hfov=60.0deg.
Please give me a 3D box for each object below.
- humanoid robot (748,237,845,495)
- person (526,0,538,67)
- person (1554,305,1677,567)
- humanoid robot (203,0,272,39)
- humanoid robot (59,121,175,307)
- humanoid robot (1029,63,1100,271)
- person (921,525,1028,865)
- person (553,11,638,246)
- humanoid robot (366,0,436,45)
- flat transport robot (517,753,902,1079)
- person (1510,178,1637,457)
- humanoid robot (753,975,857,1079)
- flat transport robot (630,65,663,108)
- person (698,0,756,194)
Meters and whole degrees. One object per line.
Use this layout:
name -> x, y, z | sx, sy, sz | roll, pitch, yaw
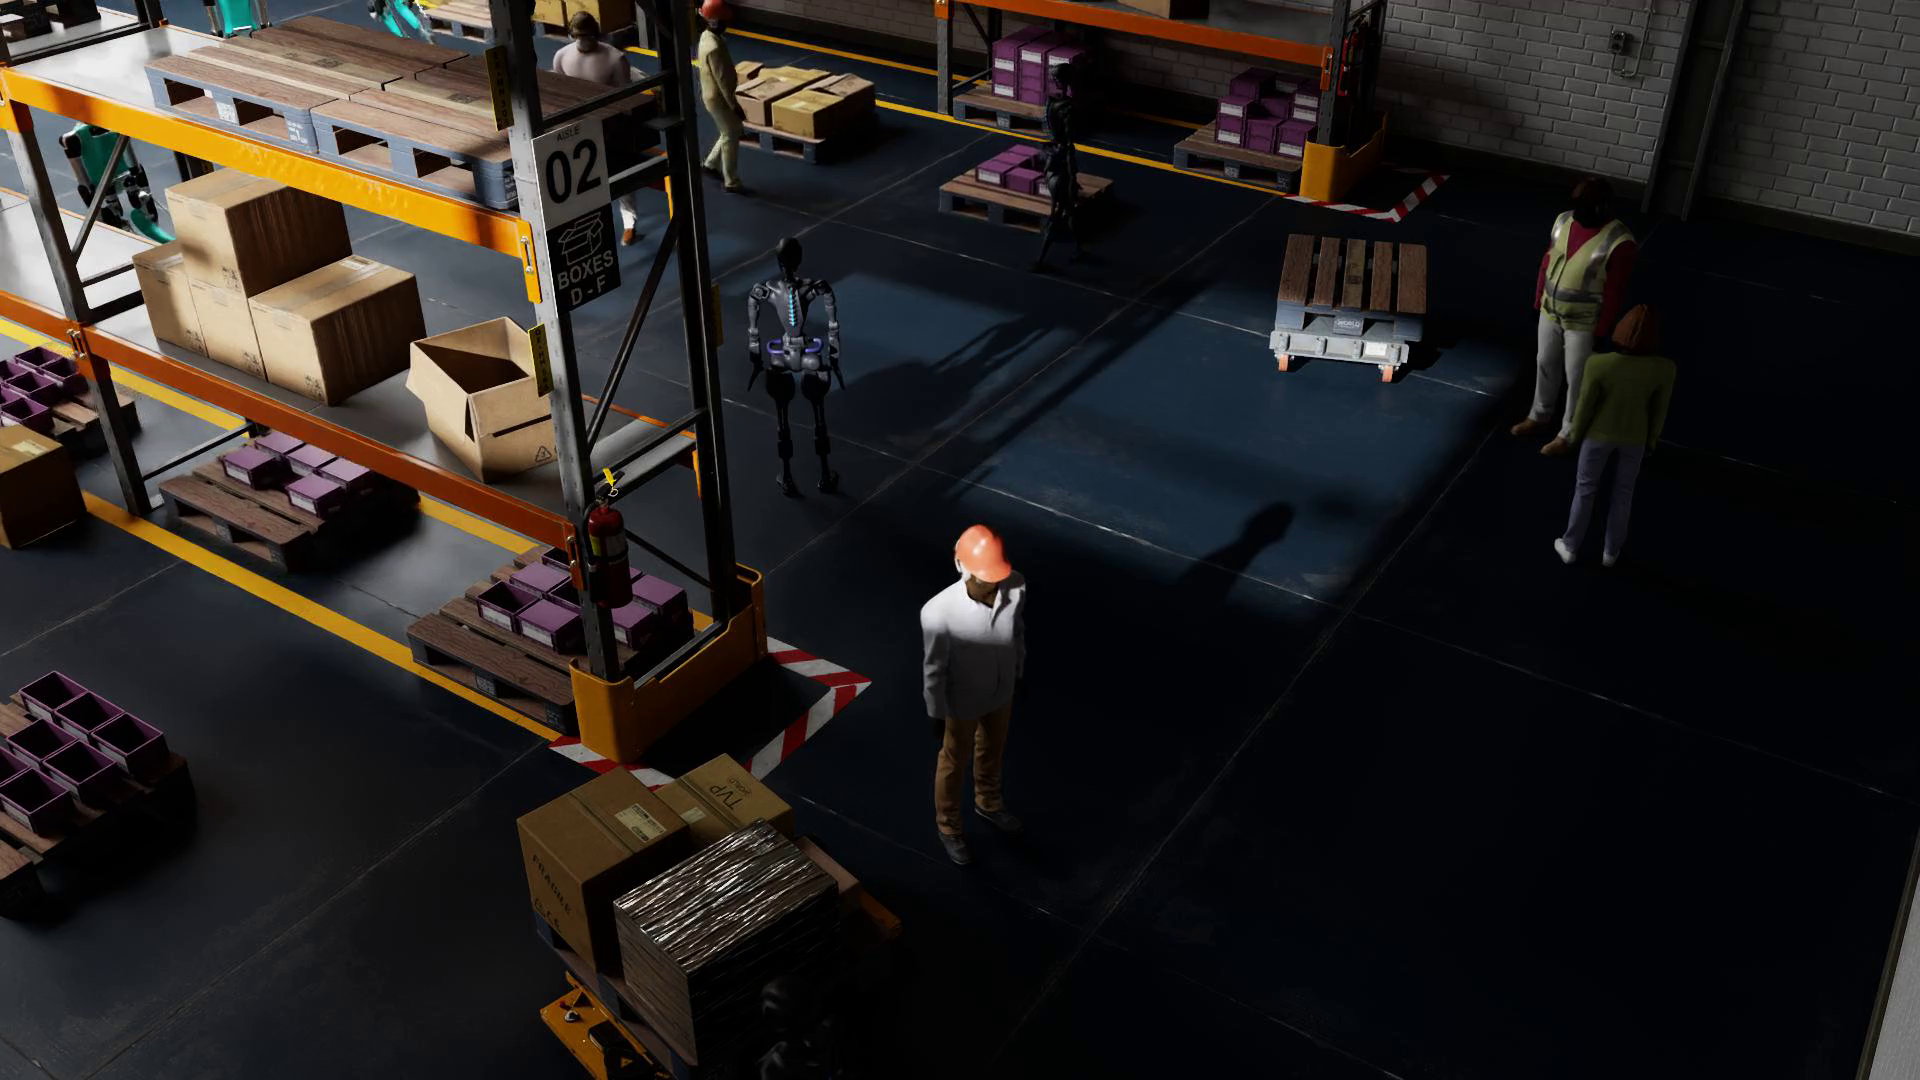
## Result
humanoid robot -> -1.014, -1.065, 10.205 | 0.599, 1.657, 0.315 | -3, 33, -5
person -> -3.955, -4.282, 14.927 | 0.431, 1.944, 0.482 | 4, 33, 7
person -> 3.740, -0.580, 9.510 | 0.498, 1.633, 0.288 | 6, 34, 9
humanoid robot -> -6.389, -4.298, 15.008 | 0.533, 1.681, 0.735 | -16, 36, -23
humanoid robot -> -5.935, -2.291, 12.073 | 0.835, 1.796, 0.536 | 14, 36, 21
humanoid robot -> 0.864, -2.926, 13.085 | 0.671, 1.639, 0.594 | -6, 34, -9
person -> 0.093, 0.678, 7.469 | 0.571, 1.749, 0.339 | -24, 40, -32
person -> -2.933, -3.321, 13.463 | 0.646, 1.928, 0.390 | 5, 33, 8
humanoid robot -> -5.602, -5.402, 16.854 | 0.950, 1.782, 0.542 | 23, 40, 31
flat transport robot -> -0.999, 1.806, 7.097 | 1.431, 0.231, 0.659 | -26, 41, -34
person -> 3.914, -1.437, 10.653 | 0.429, 1.833, 0.634 | -18, 37, -25
humanoid robot -> -0.493, 2.090, 5.376 | 0.361, 1.642, 0.614 | 19, 38, 27
flat transport robot -> -3.573, -4.655, 17.028 | 0.659, 0.231, 1.431 | -21, 39, -29
person -> -2.043, -3.840, 14.430 | 0.389, 1.739, 0.591 | -3, 33, -5
